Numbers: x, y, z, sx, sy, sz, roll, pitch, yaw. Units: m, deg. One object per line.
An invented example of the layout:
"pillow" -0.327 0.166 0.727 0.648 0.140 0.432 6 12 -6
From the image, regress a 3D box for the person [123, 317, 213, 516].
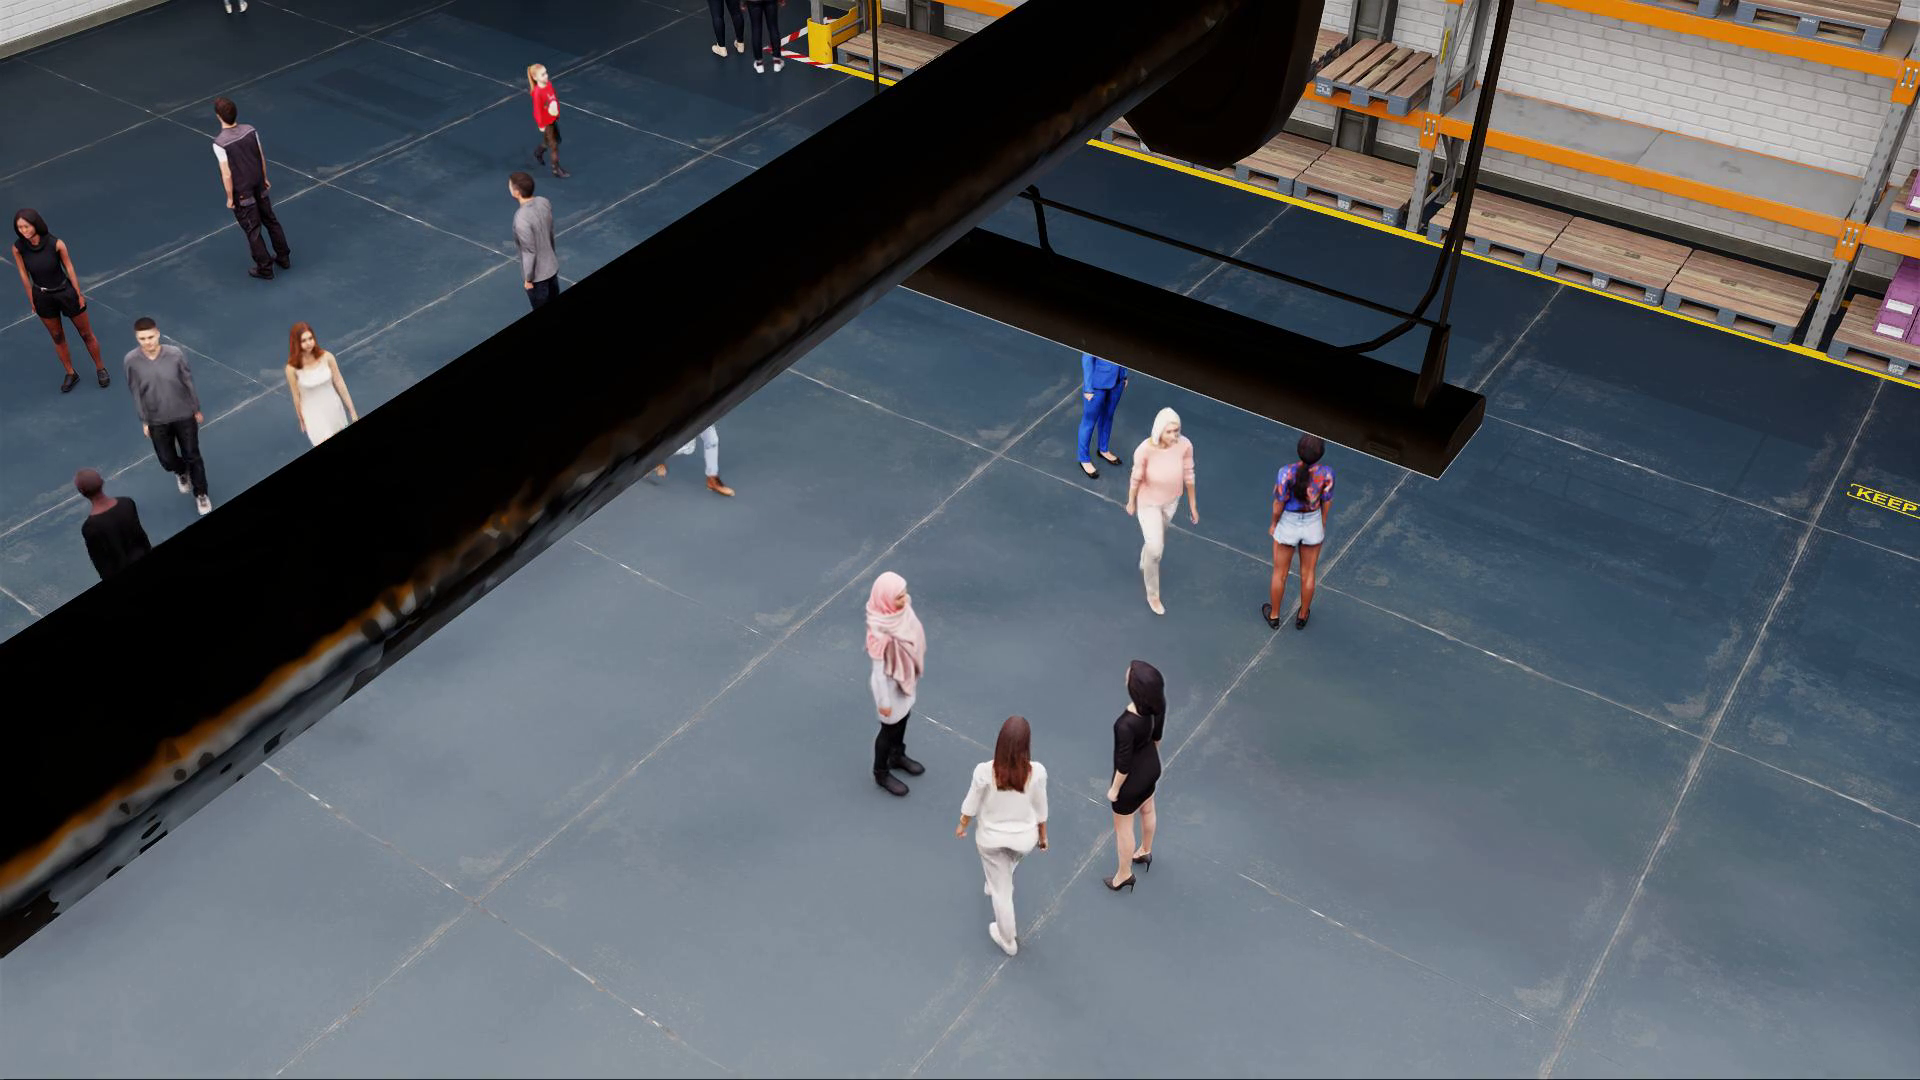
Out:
"person" -6.329 -1.027 13.314 0.822 1.754 0.902 -17 42 -20

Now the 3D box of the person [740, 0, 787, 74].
"person" -2.409 -6.598 20.240 0.771 1.815 0.860 -3 39 -4

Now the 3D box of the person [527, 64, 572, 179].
"person" -4.547 -4.586 18.155 0.785 1.272 0.632 10 40 12

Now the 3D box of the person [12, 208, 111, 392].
"person" -7.976 -2.129 14.704 0.665 1.741 0.708 -9 40 -11

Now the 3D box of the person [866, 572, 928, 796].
"person" -0.434 0.918 10.840 0.656 1.802 0.669 14 41 17

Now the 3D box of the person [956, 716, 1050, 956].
"person" 0.306 1.800 9.858 1.033 1.648 1.089 -7 39 -9

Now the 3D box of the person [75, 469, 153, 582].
"person" -5.809 0.249 11.734 1.014 1.730 0.697 16 41 19

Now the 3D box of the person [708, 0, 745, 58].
"person" -2.953 -6.944 20.678 0.736 1.808 0.748 -19 42 -22

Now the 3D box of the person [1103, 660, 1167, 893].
"person" 1.071 1.453 10.168 0.522 1.803 0.626 29 47 31

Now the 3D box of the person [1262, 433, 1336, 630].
"person" 2.469 -0.068 12.124 0.621 1.741 0.727 2 39 3

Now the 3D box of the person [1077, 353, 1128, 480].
"person" 1.173 -1.319 13.722 0.670 1.701 0.631 -28 46 -30

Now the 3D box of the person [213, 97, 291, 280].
"person" -6.959 -3.446 16.267 0.576 1.848 0.659 21 43 24

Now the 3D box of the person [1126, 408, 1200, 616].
"person" 1.462 -0.345 12.504 0.877 1.698 0.989 -16 41 -19

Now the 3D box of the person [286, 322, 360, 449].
"person" -5.147 -1.042 13.405 0.863 1.663 1.257 -24 44 -27

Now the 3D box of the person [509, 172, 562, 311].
"person" -3.791 -2.454 15.005 0.726 1.873 0.757 10 40 12
